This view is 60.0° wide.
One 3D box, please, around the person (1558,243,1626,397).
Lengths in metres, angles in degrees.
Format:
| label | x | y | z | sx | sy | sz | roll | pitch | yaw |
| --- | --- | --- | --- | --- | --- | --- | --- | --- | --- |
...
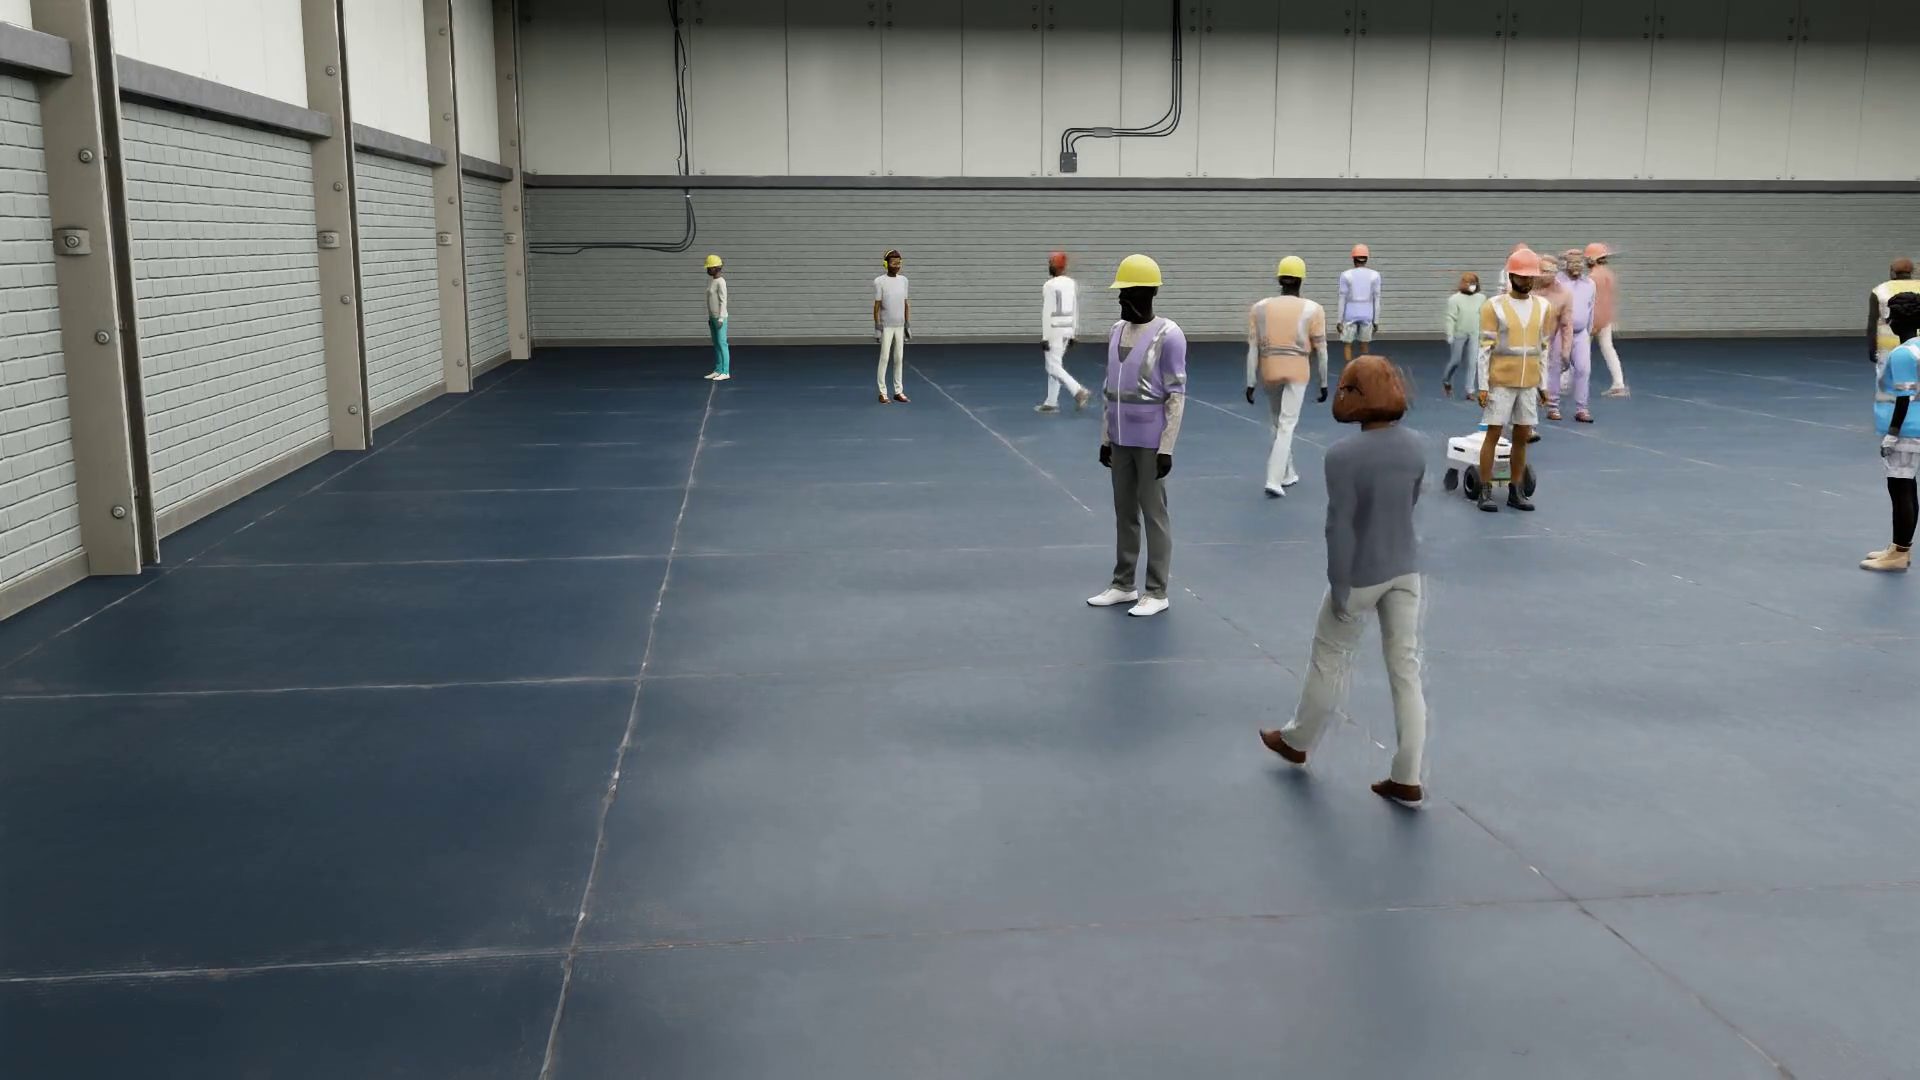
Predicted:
| label | x | y | z | sx | sy | sz | roll | pitch | yaw |
| --- | --- | --- | --- | --- | --- | --- | --- | --- | --- |
| person | 8.064 | -2.792 | 21.181 | 0.615 | 1.942 | 1.043 | -8 | 13 | -38 |

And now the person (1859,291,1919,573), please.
| label | x | y | z | sx | sy | sz | roll | pitch | yaw |
| --- | --- | --- | --- | --- | --- | --- | --- | --- | --- |
| person | 5.707 | -0.652 | 10.083 | 0.321 | 1.699 | 0.535 | 8 | 13 | 38 |

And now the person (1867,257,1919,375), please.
| label | x | y | z | sx | sy | sz | roll | pitch | yaw |
| --- | --- | --- | --- | --- | --- | --- | --- | --- | --- |
| person | 9.713 | -2.000 | 17.168 | 0.647 | 1.814 | 0.690 | 4 | 11 | 19 |

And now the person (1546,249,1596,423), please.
| label | x | y | z | sx | sy | sz | roll | pitch | yaw |
| --- | --- | --- | --- | --- | --- | --- | --- | --- | --- |
| person | 6.670 | -2.215 | 18.167 | 0.650 | 1.879 | 0.812 | 0 | 10 | -1 |

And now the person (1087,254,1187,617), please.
| label | x | y | z | sx | sy | sz | roll | pitch | yaw |
| --- | --- | --- | --- | --- | --- | --- | --- | --- | --- |
| person | 0.955 | -0.557 | 8.935 | 0.365 | 1.928 | 0.586 | -7 | 13 | -35 |

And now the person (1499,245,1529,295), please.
| label | x | y | z | sx | sy | sz | roll | pitch | yaw |
| --- | --- | --- | --- | --- | --- | --- | --- | --- | --- |
| person | 8.608 | -3.570 | 25.543 | 0.574 | 1.888 | 0.964 | 9 | 13 | 39 |

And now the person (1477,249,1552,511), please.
| label | x | y | z | sx | sy | sz | roll | pitch | yaw |
| --- | --- | --- | --- | --- | --- | --- | --- | --- | --- |
| person | 4.093 | -1.167 | 12.259 | 0.552 | 1.932 | 0.377 | -1 | 10 | -8 |

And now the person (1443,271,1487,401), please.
| label | x | y | z | sx | sy | sz | roll | pitch | yaw |
| --- | --- | --- | --- | --- | --- | --- | --- | --- | --- |
| person | 6.296 | -2.557 | 20.798 | 0.498 | 1.603 | 0.736 | -1 | 10 | -6 |

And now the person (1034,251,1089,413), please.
| label | x | y | z | sx | sy | sz | roll | pitch | yaw |
| --- | --- | --- | --- | --- | --- | --- | --- | --- | --- |
| person | 1.171 | -2.344 | 18.926 | 0.752 | 1.863 | 0.583 | 8 | 13 | 39 |

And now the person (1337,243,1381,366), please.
| label | x | y | z | sx | sy | sz | roll | pitch | yaw |
| --- | --- | --- | --- | --- | --- | --- | --- | --- | --- |
| person | 5.345 | -3.002 | 22.324 | 0.554 | 1.938 | 0.360 | 0 | 10 | 2 |

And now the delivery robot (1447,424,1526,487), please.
| label | x | y | z | sx | sy | sz | roll | pitch | yaw |
| --- | --- | --- | --- | --- | --- | --- | --- | --- | --- |
| delivery robot | 4.133 | -0.671 | 13.068 | 0.477 | 0.478 | 0.707 | -2 | 11 | -11 |

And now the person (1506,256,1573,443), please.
| label | x | y | z | sx | sy | sz | roll | pitch | yaw |
| --- | --- | --- | --- | --- | --- | --- | --- | --- | --- |
| person | 5.687 | -1.874 | 16.425 | 0.653 | 1.831 | 1.001 | 1 | 10 | 4 |

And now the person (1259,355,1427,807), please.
| label | x | y | z | sx | sy | sz | roll | pitch | yaw |
| --- | --- | --- | --- | --- | --- | --- | --- | --- | --- |
| person | 1.441 | 0.126 | 6.099 | 0.502 | 1.596 | 0.824 | -5 | 12 | -26 |

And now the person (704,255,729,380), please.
| label | x | y | z | sx | sy | sz | roll | pitch | yaw |
| --- | --- | --- | --- | --- | --- | --- | --- | --- | --- |
| person | -3.459 | -3.149 | 23.595 | 0.314 | 1.768 | 0.522 | -5 | 12 | -26 |

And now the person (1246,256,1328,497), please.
| label | x | y | z | sx | sy | sz | roll | pitch | yaw |
| --- | --- | --- | --- | --- | --- | --- | --- | --- | --- |
| person | 2.578 | -1.297 | 13.153 | 0.609 | 1.881 | 0.999 | 6 | 12 | 28 |

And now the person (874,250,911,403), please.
| label | x | y | z | sx | sy | sz | roll | pitch | yaw |
| --- | --- | --- | --- | --- | --- | --- | --- | --- | --- |
| person | -0.821 | -2.597 | 20.317 | 0.513 | 1.861 | 0.314 | -8 | 13 | -37 |
